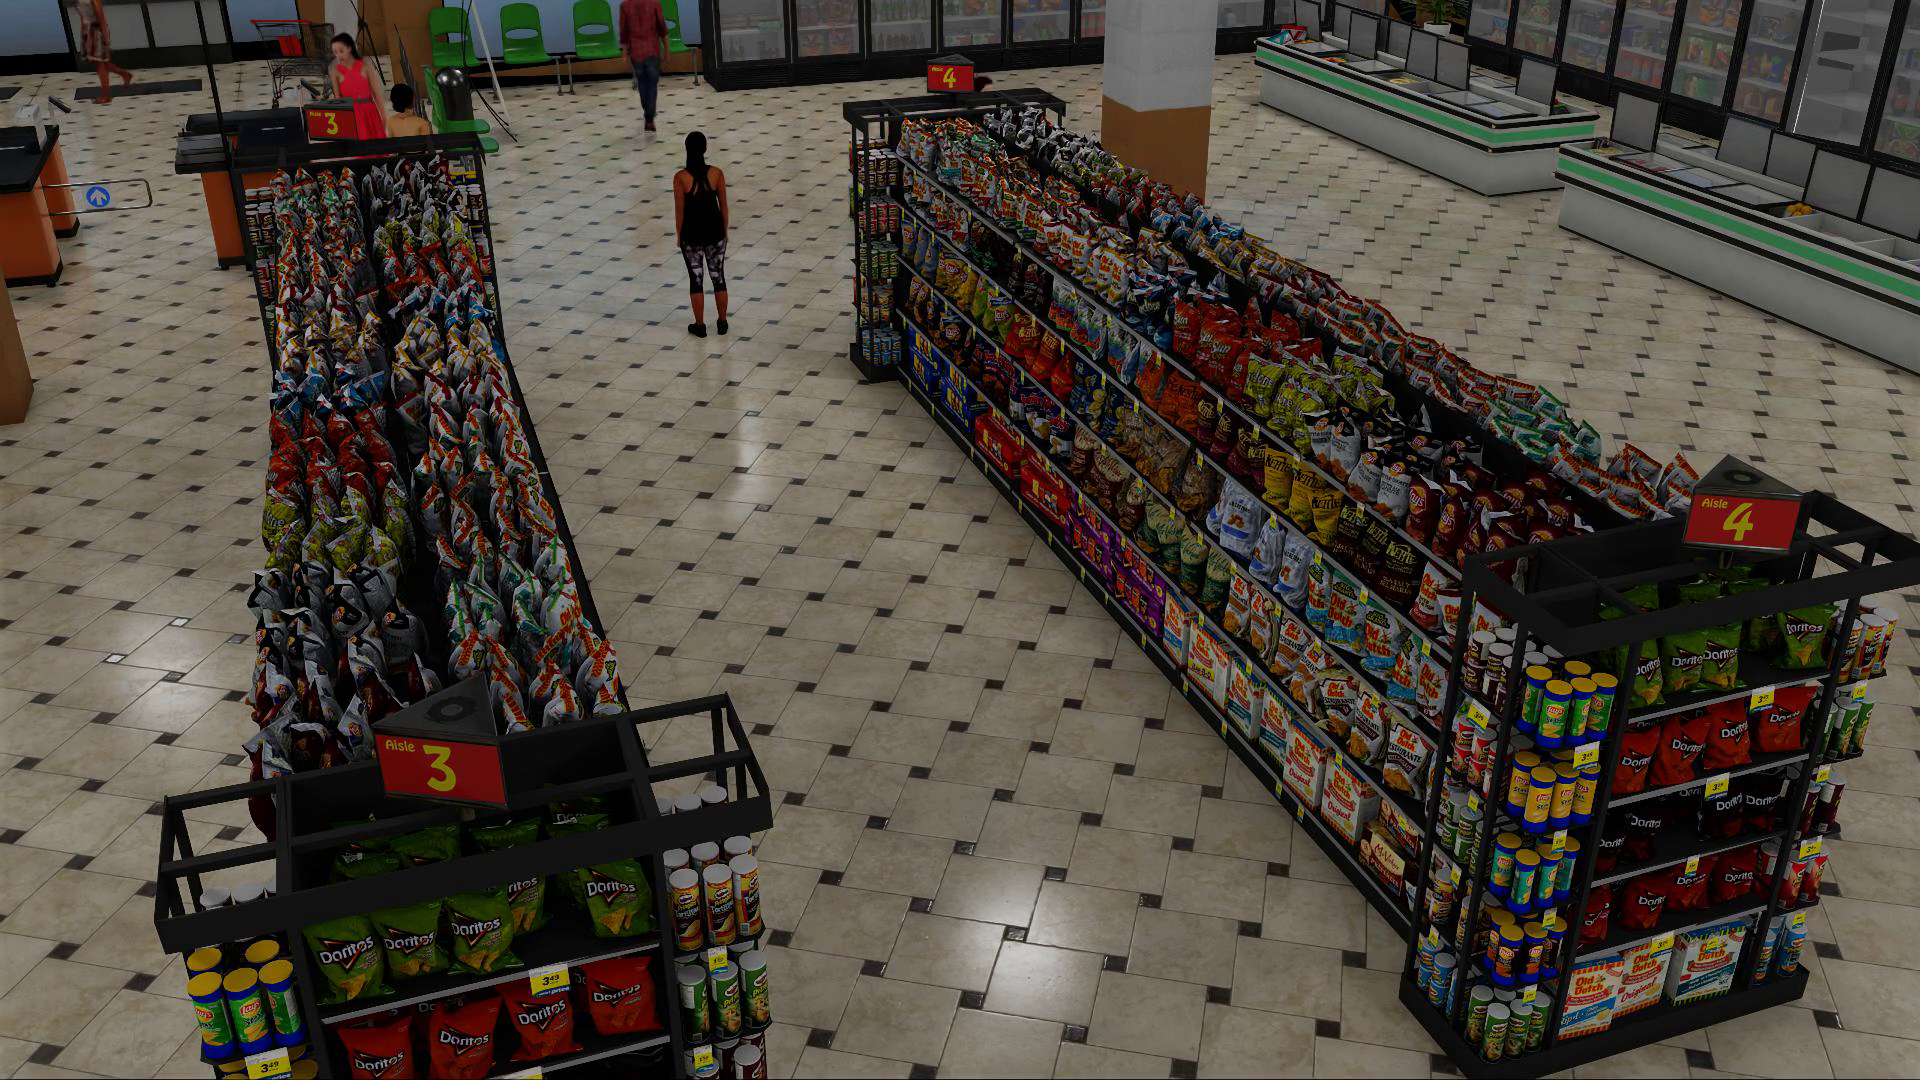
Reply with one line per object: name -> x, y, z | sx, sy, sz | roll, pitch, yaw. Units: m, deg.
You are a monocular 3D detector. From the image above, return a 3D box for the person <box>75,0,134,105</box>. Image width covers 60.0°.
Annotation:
person -> -10.844, -6.375, 21.018 | 0.942, 1.634, 0.960 | 18, 32, 32

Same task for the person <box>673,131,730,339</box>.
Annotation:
person -> -2.046, -2.439, 13.225 | 0.586, 1.661, 0.505 | -11, 29, -20

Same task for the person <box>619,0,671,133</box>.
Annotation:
person -> -3.676, -5.643, 19.411 | 1.048, 1.781, 1.348 | 2, 27, 4

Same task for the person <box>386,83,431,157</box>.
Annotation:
person -> -4.834, -3.220, 14.774 | 0.662, 1.653, 0.676 | 4, 27, 8

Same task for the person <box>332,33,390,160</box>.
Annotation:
person -> -5.977, -4.193, 16.647 | 0.626, 1.695, 1.019 | -12, 29, -22
